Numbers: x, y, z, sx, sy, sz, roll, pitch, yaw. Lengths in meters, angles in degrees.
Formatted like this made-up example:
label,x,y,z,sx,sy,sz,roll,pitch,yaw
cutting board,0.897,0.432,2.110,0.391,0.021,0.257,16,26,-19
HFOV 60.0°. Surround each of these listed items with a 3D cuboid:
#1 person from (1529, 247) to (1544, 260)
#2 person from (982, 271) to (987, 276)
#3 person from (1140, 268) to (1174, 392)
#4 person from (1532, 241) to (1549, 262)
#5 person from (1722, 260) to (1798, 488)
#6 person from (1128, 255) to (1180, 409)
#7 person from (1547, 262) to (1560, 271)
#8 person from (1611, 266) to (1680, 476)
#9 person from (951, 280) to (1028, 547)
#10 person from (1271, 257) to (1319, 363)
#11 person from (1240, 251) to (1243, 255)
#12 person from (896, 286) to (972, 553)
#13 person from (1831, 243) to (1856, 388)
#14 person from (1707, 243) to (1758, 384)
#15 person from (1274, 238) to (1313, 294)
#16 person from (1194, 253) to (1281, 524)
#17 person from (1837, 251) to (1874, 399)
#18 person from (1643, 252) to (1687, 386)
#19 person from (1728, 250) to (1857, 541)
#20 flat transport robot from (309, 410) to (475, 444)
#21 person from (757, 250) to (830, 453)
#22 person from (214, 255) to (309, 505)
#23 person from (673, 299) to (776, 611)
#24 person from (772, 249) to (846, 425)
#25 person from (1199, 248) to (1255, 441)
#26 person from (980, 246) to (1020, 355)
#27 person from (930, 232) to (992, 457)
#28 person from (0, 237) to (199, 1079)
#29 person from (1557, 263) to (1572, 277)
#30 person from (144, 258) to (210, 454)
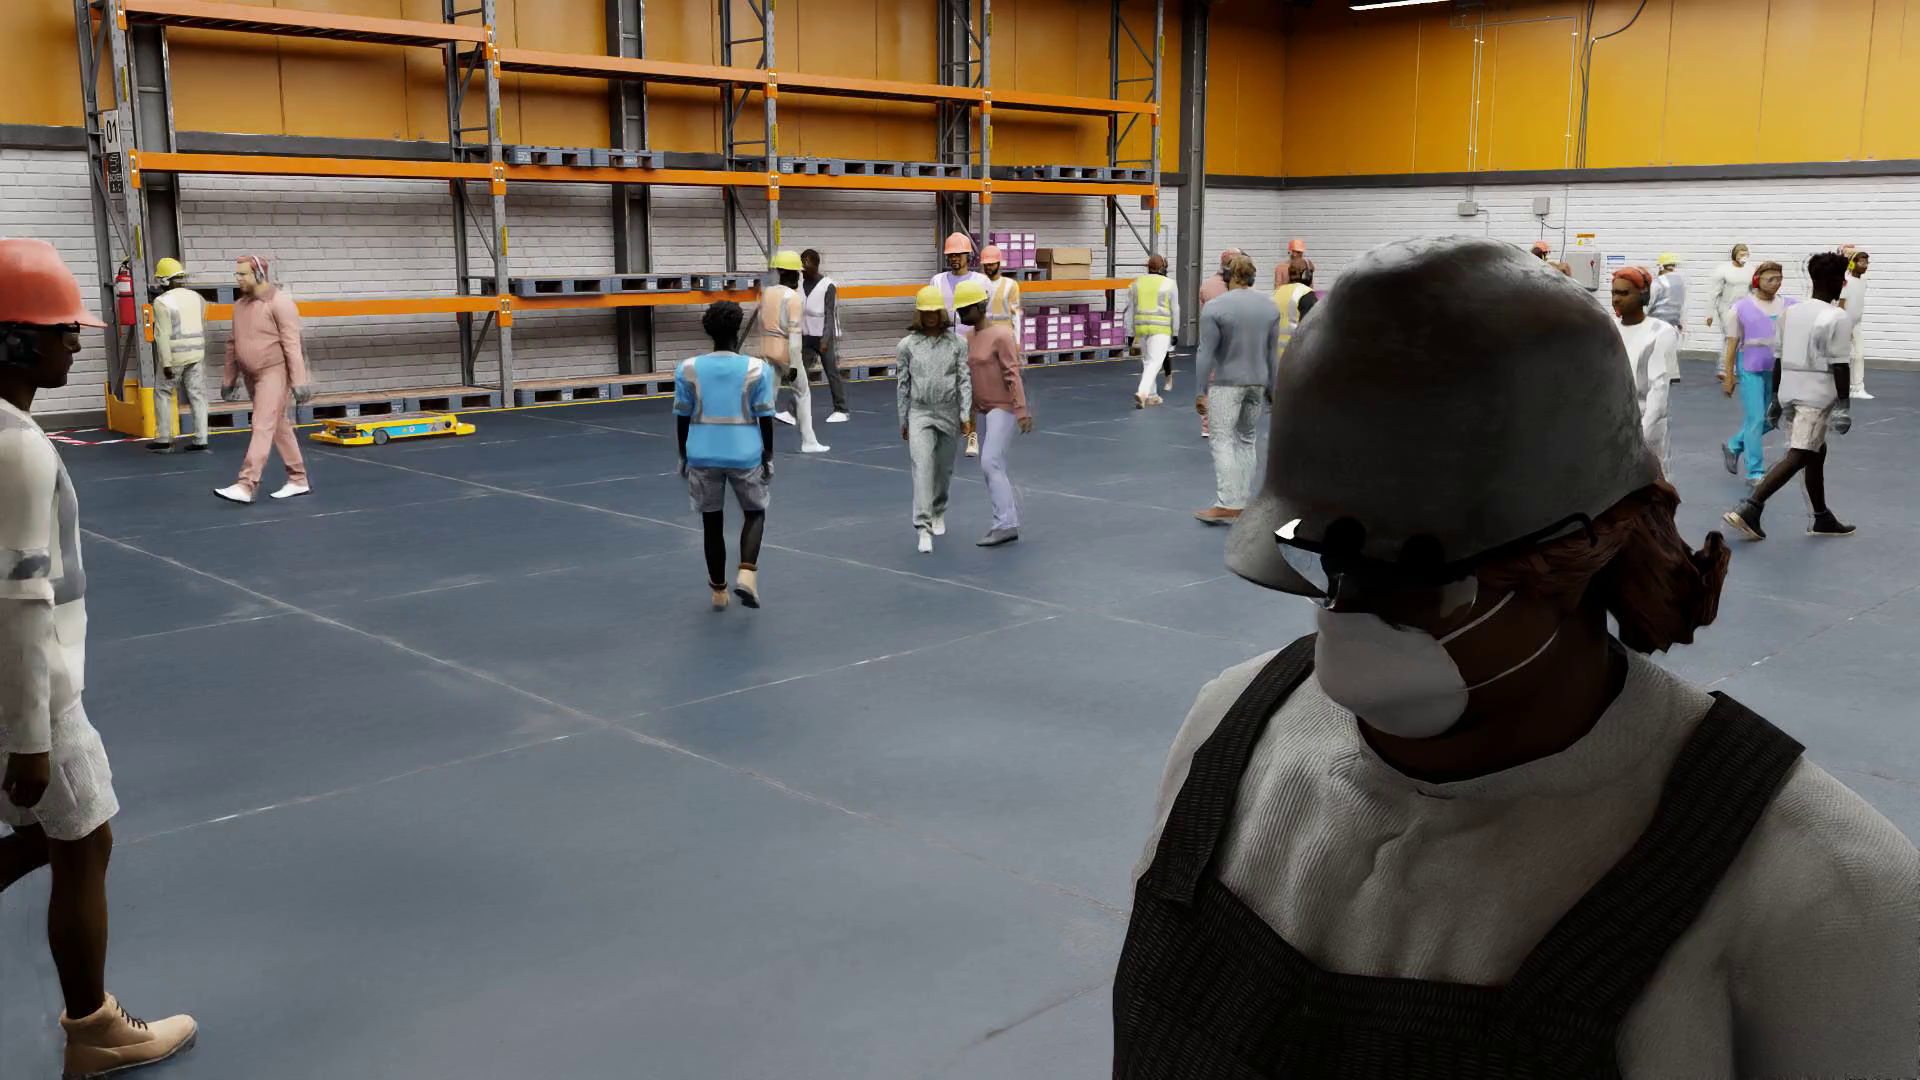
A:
label,x,y,z,sx,sy,sz,roll,pitch,yaw
person,8.774,-3.548,25.480,0.507,1.828,0.753,-1,10,-5
person,0.394,-2.871,22.423,0.521,1.581,0.841,10,14,44
person,2.549,-2.693,21.300,0.542,1.679,0.758,4,11,20
person,9.317,-3.866,26.935,0.496,1.924,0.569,3,11,18
person,6.452,-1.350,13.501,0.567,1.828,0.753,-2,11,-9
person,2.250,-2.447,19.561,0.630,1.804,0.908,7,13,34
person,9.254,-3.509,25.832,0.546,1.614,0.527,9,14,41
person,3.733,-0.610,9.406,0.944,1.837,0.588,-6,12,-28
person,0.172,-0.820,10.856,0.565,1.720,0.598,-8,13,-36
person,3.074,-1.656,15.180,0.444,1.818,0.647,-4,11,-20
person,4.033,-3.371,24.561,0.482,1.815,0.939,0,10,-1
person,-0.175,-0.820,10.937,0.488,1.704,0.865,-1,10,-8
person,11.617,-2.939,21.927,0.642,1.913,0.409,-6,12,-29
person,10.580,-3.059,22.605,0.654,1.904,0.855,-2,11,-13
person,4.937,-3.470,24.631,0.637,1.977,0.722,-2,11,-11
person,1.983,-1.068,11.801,0.705,1.904,0.551,-5,11,-24
person,11.099,-2.704,20.875,0.535,1.838,0.926,-4,11,-20
person,9.503,-2.999,22.605,0.613,1.778,0.925,-6,12,-30
person,5.574,-0.945,11.015,0.958,1.936,0.615,-2,11,-8
flat transport robot,-5.623,-1.124,16.501,0.652,0.197,1.431,9,14,40
person,-1.661,-1.704,15.260,0.941,1.893,0.595,-10,14,-43
person,-5.361,-1.201,12.559,0.681,1.863,0.935,8,13,35
person,-1.249,-0.433,8.861,0.552,1.688,0.437,0,10,-2
person,-1.573,-2.162,17.811,0.609,1.865,0.999,9,13,39
person,2.671,-1.940,16.526,0.399,1.900,0.643,-9,14,-40
person,0.320,-2.126,17.508,0.572,1.900,0.854,3,11,15
person,-0.009,-1.780,15.246,0.607,2.044,0.377,3,11,15
person,-2.214,0.337,3.771,0.624,2.023,0.705,10,14,43
person,9.603,-3.569,26.227,0.520,1.601,0.841,-10,14,-43
person,-7.319,-1.700,15.449,0.682,1.811,0.599,4,11,23
